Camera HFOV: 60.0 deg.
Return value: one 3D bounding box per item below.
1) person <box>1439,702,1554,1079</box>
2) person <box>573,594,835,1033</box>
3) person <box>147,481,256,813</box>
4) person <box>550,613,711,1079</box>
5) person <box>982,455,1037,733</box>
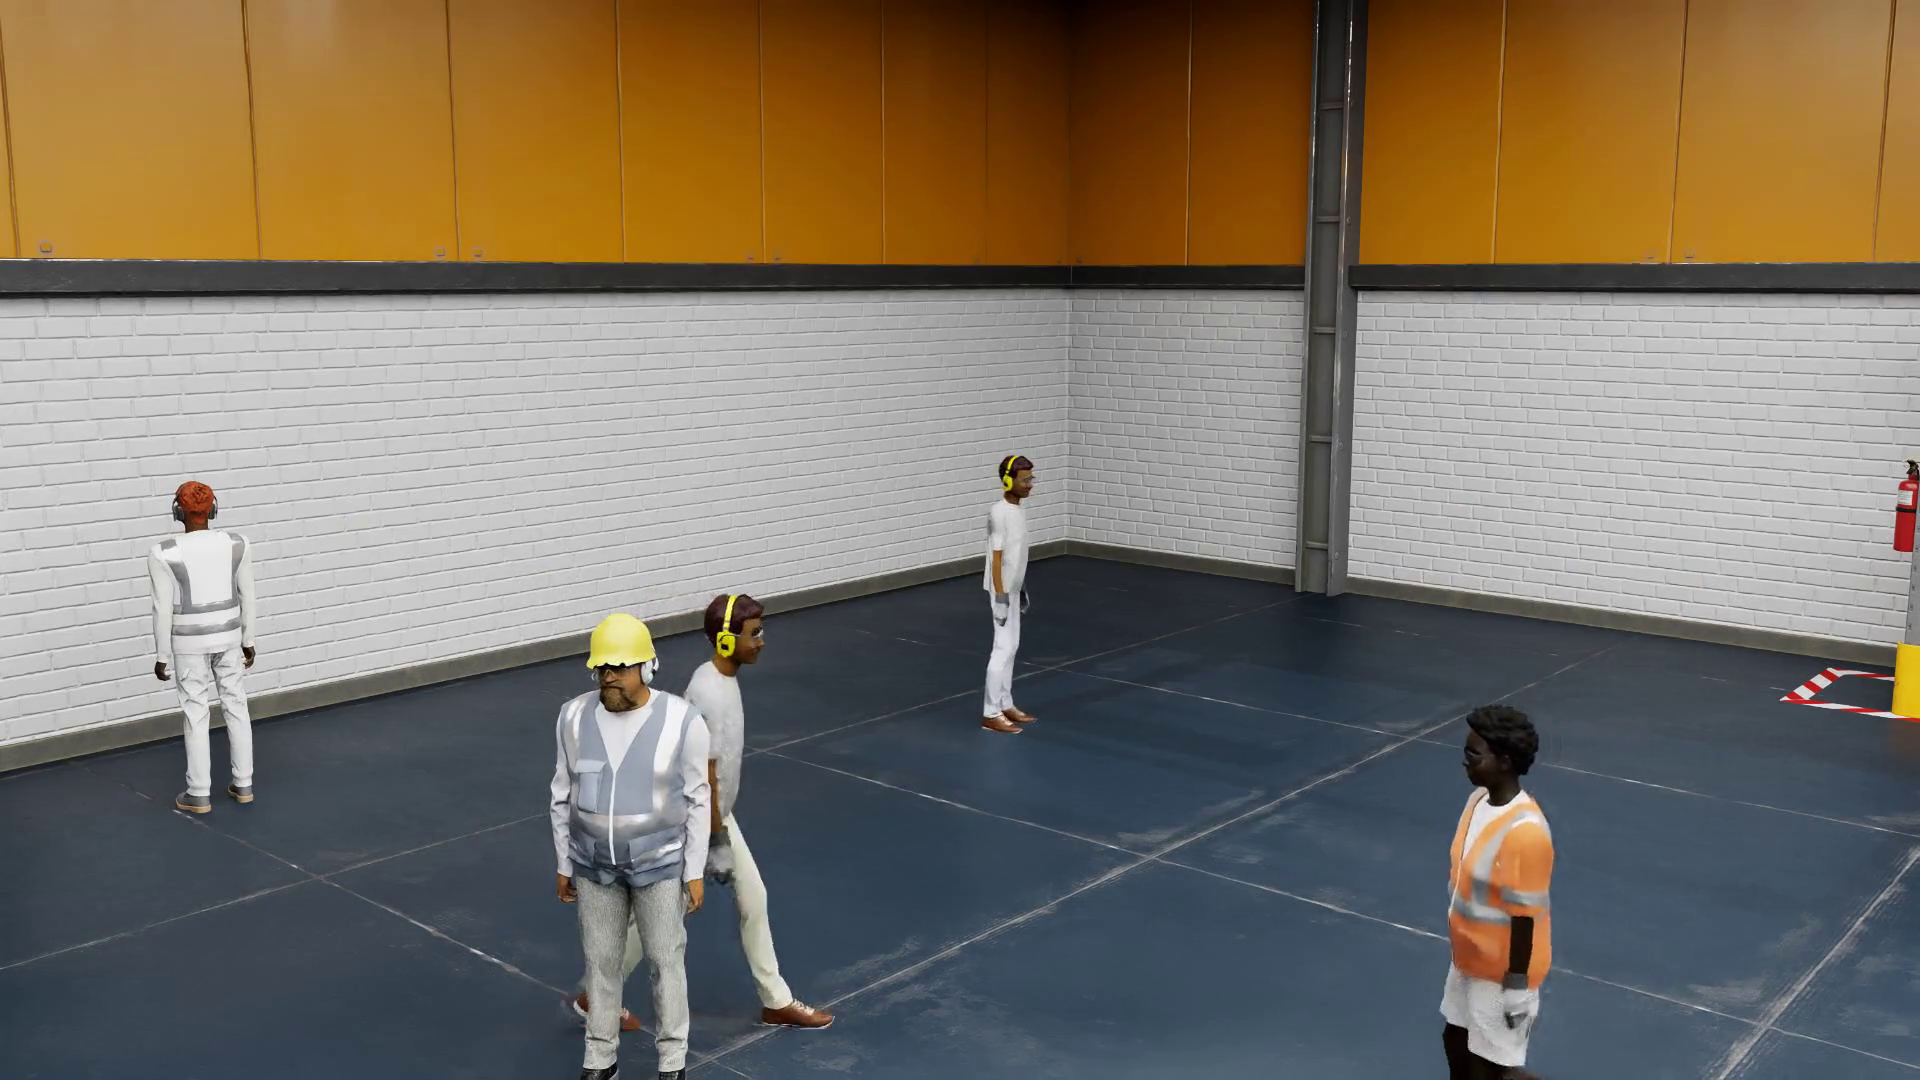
[{"bbox_3d":[1.785,1.348,5.373,0.570,1.676,0.540,0,9,-1],"label":"person"},{"bbox_3d":[-1.059,1.095,6.597,1.015,1.814,0.557,0,9,1],"label":"person"},{"bbox_3d":[-4.280,0.601,9.437,0.356,1.883,0.574,8,12,43],"label":"person"},{"bbox_3d":[-1.204,1.165,6.053,0.592,1.833,0.404,1,9,6],"label":"person"},{"bbox_3d":[0.331,0.354,11.090,0.331,1.859,0.515,3,10,20],"label":"person"}]
